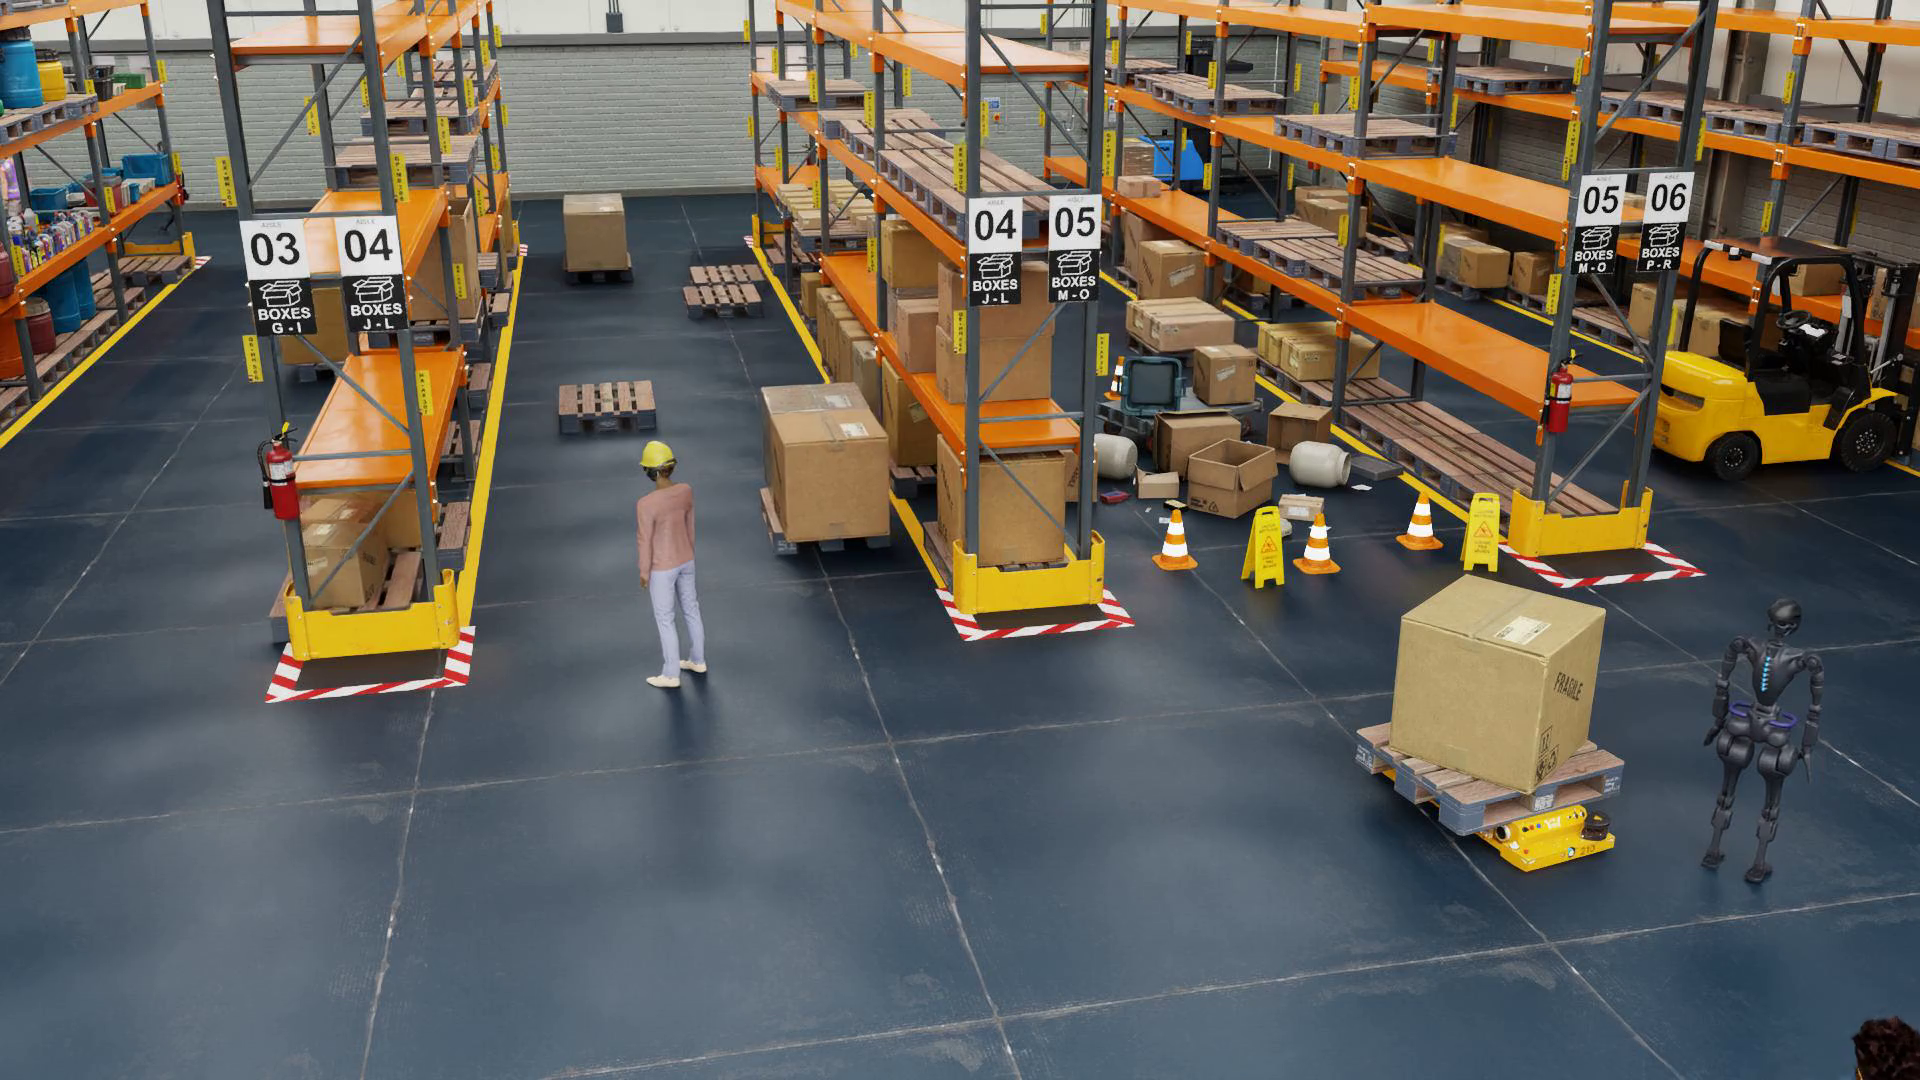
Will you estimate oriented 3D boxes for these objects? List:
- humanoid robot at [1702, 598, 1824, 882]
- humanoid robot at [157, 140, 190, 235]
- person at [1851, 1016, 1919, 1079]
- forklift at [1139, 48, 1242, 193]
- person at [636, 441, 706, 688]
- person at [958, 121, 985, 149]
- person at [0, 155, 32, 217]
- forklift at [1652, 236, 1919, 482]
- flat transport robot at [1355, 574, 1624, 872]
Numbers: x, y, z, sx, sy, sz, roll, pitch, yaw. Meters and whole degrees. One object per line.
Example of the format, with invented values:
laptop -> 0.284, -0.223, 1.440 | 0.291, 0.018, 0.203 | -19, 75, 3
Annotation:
humanoid robot -> 4.441, 1.092, 9.235 | 0.589, 1.654, 0.326 | 17, 26, 37
humanoid robot -> -13.493, -5.976, 28.361 | 0.763, 1.653, 0.603 | 7, 22, 19
person -> 2.873, 2.367, 5.430 | 0.680, 1.933, 0.598 | 1, 20, 3
forklift -> 4.566, -8.313, 32.860 | 1.873, 2.768, 1.129 | -4, 21, -12
person -> -2.055, 0.161, 11.634 | 0.347, 1.758, 0.519 | 13, 24, 31
person -> 0.193, -6.995, 31.041 | 0.623, 1.665, 0.359 | -11, 23, -27
person -> -15.369, -5.567, 27.158 | 0.349, 1.688, 0.489 | 11, 23, 27
forklift -> 8.013, -1.814, 16.330 | 2.313, 2.155, 1.214 | -4, 21, -12
flat transport robot -> 3.179, 1.533, 10.075 | 0.659, 0.231, 1.431 | -9, 22, -23
